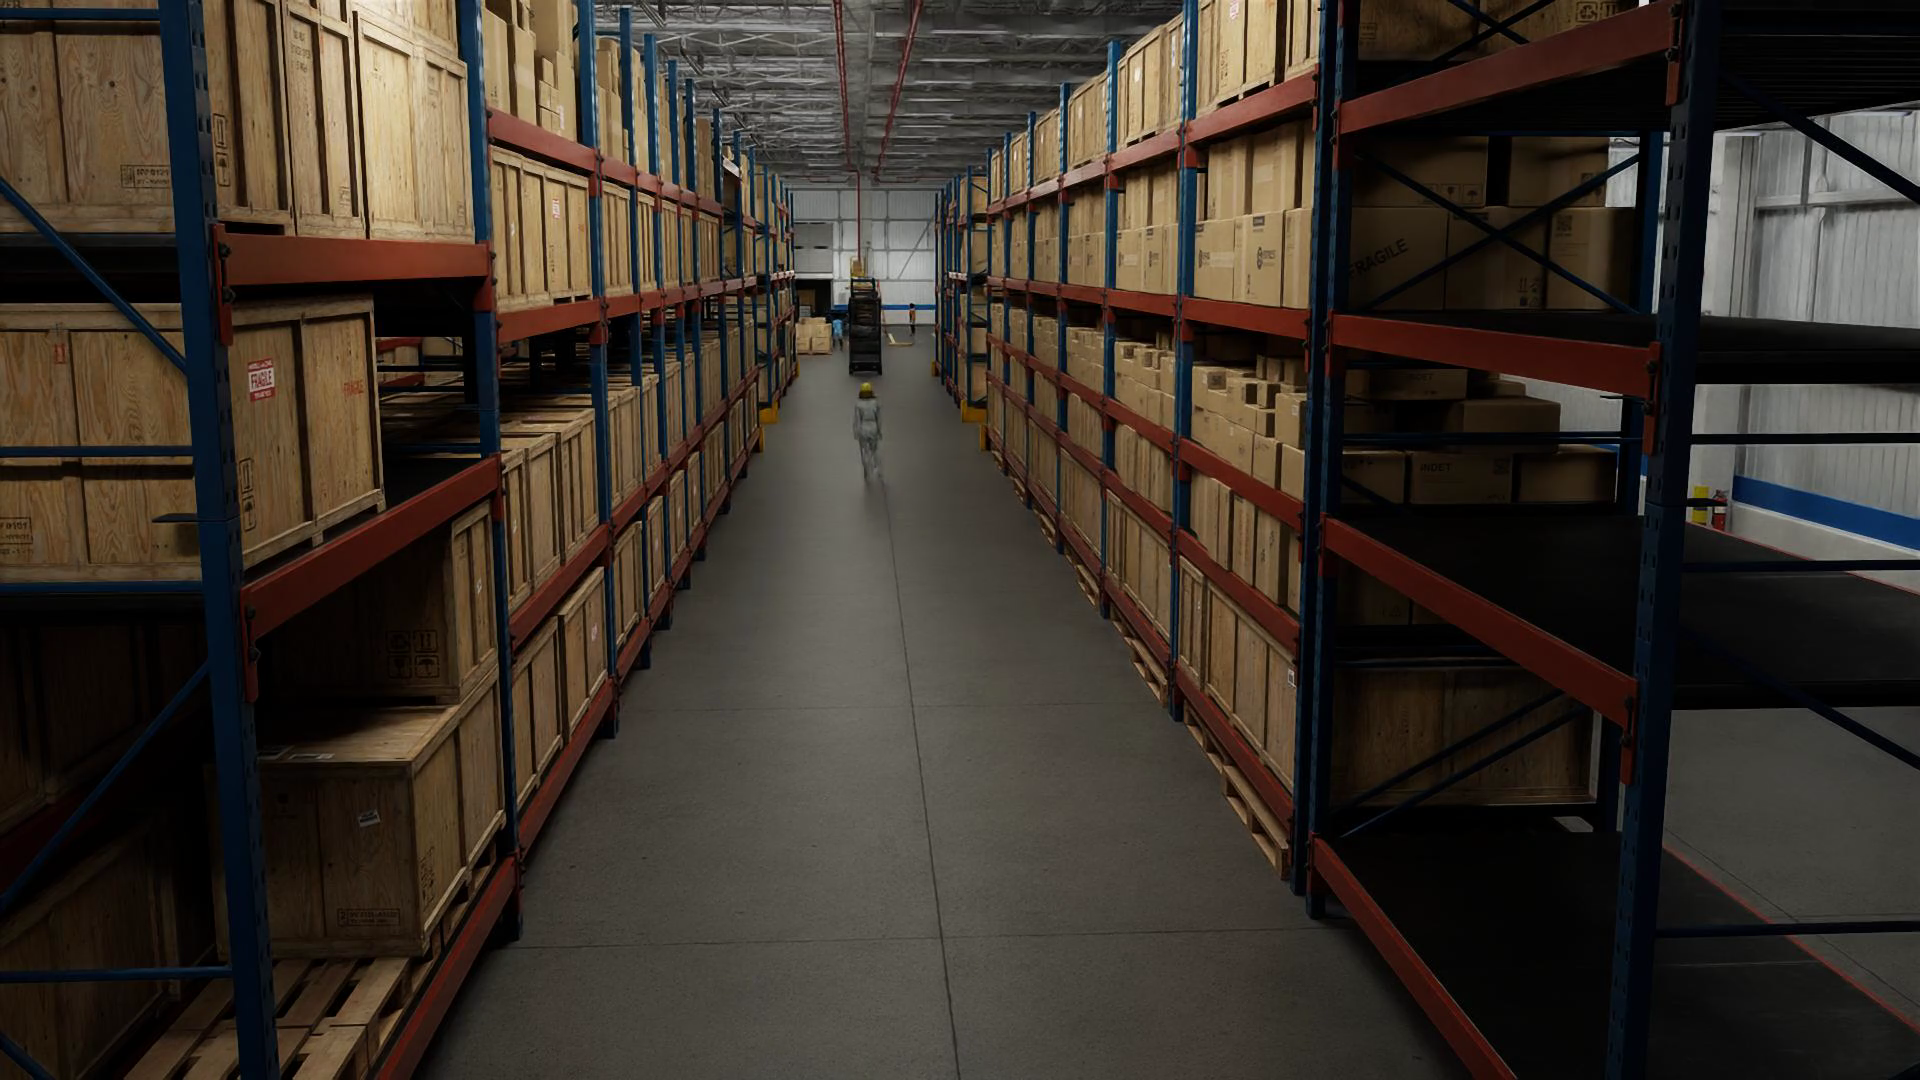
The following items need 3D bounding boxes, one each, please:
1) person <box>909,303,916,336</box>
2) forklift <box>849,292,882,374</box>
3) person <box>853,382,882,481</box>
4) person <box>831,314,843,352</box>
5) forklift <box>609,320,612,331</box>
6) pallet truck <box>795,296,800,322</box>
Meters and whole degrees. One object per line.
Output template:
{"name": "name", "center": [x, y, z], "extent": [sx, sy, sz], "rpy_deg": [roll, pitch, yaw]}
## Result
{"name": "person", "center": [-2.476, -11.502, 86.741], "extent": [0.320, 1.687, 0.539], "rpy_deg": [4, 10, 21]}
{"name": "forklift", "center": [-3.257, -7.118, 56.984], "extent": [1.129, 2.768, 1.873], "rpy_deg": [-1, 10, -3]}
{"name": "person", "center": [-1.643, -1.914, 29.317], "extent": [0.504, 1.721, 0.540], "rpy_deg": [-3, 10, -16]}
{"name": "person", "center": [-5.277, -8.811, 70.763], "extent": [0.545, 1.631, 0.905], "rpy_deg": [-8, 12, -39]}
{"name": "forklift", "center": [-13.325, -8.355, 64.374], "extent": [1.873, 2.768, 1.129], "rpy_deg": [-1, 10, -3]}
{"name": "pallet truck", "center": [-8.622, -12.439, 91.403], "extent": [1.885, 1.965, 0.823], "rpy_deg": [2, 10, 13]}
